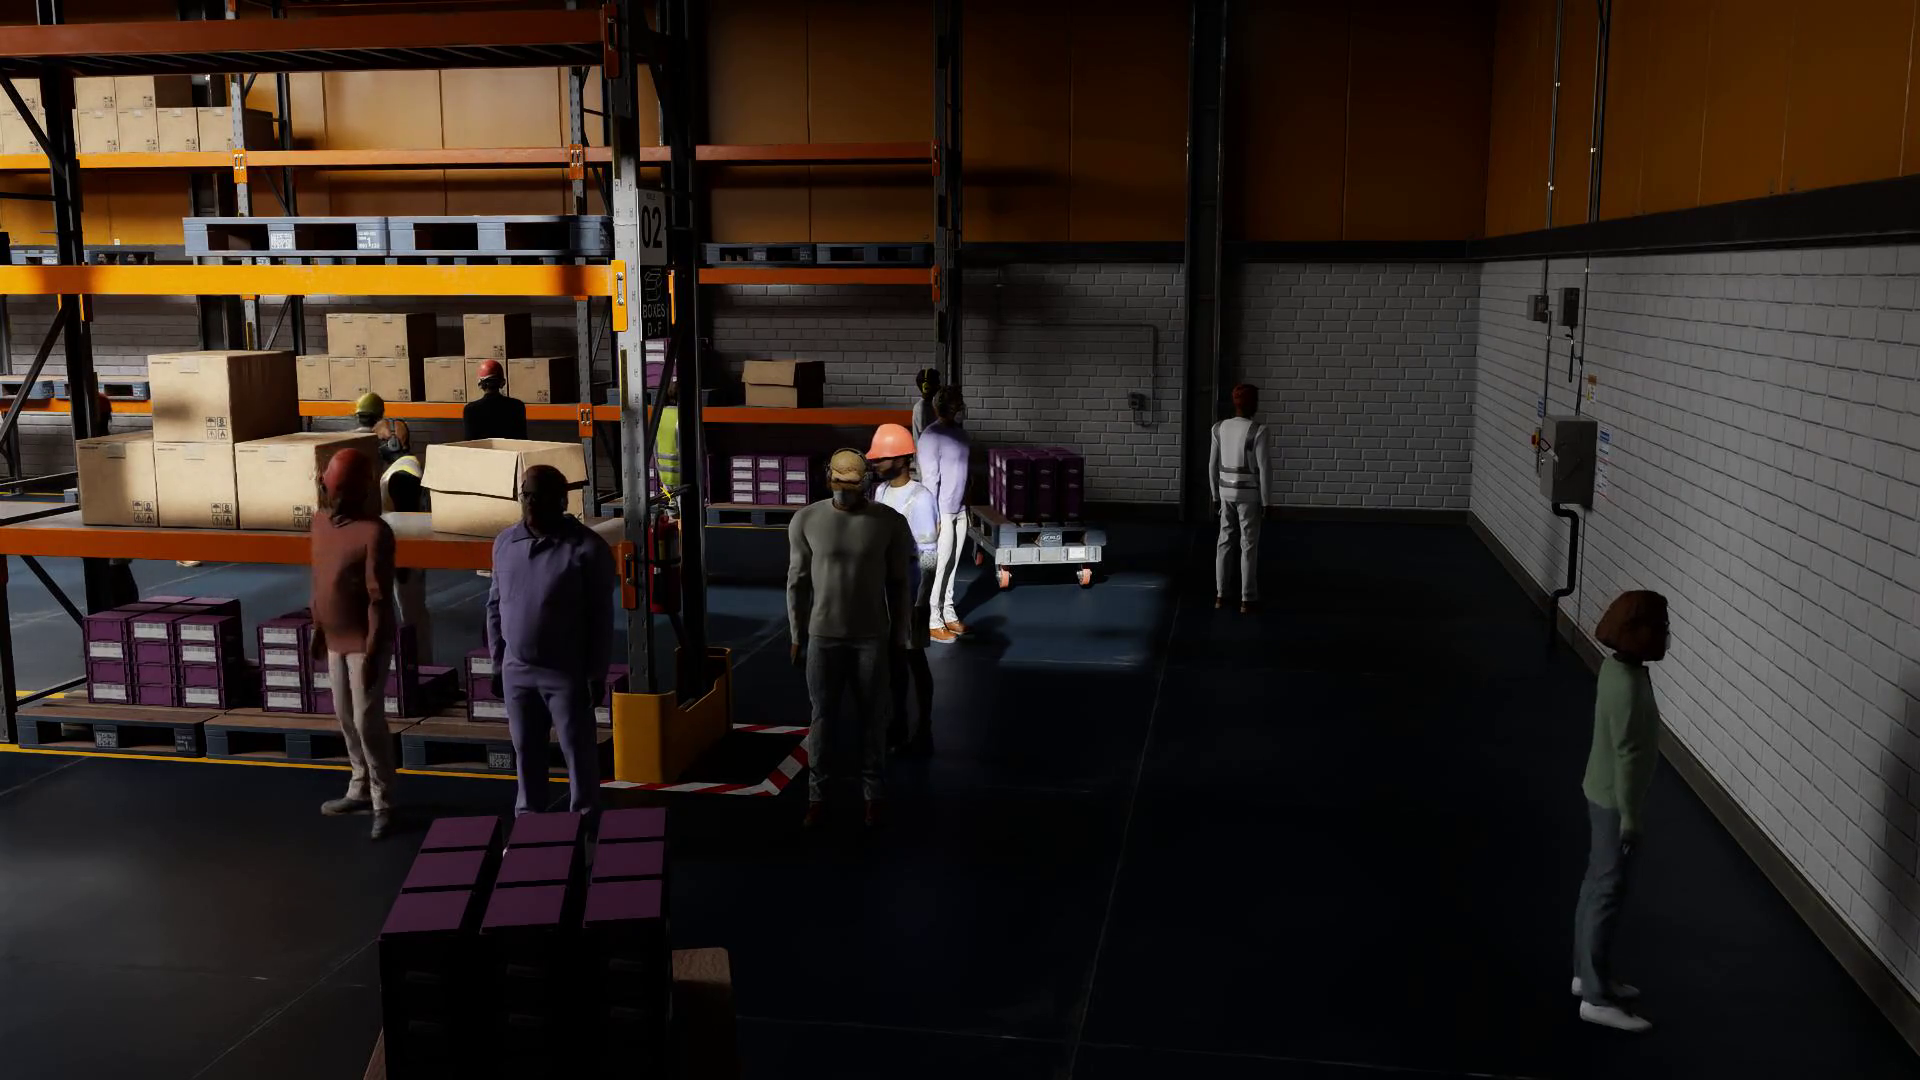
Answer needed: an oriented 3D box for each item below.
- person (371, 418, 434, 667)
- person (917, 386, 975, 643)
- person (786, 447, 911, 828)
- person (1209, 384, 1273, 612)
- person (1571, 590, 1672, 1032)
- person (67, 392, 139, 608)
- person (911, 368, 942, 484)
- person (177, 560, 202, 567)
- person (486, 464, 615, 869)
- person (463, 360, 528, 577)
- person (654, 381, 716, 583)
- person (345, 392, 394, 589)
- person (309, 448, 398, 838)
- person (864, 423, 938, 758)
[{"bbox_3d":[-3.736,0.097,11.146,0.430,1.835,0.621,-4,10,-21],"label":"person"},{"bbox_3d":[-0.096,-0.201,12.651,0.373,1.940,0.628,4,10,24],"label":"person"},{"bbox_3d":[-0.557,0.491,8.372,0.627,1.933,0.371,0,9,-2],"label":"person"},{"bbox_3d":[2.325,-0.347,13.723,0.587,1.882,0.341,9,13,44],"label":"person"},{"bbox_3d":[2.471,0.987,6.218,0.268,1.632,0.506,3,10,16],"label":"person"},{"bbox_3d":[-6.341,-0.146,12.319,0.551,1.932,0.378,9,13,43],"label":"person"},{"bbox_3d":[-0.307,-0.720,16.095,0.328,1.868,0.518,0,9,-1],"label":"person"},{"bbox_3d":[-7.319,-0.671,15.877,0.429,1.837,0.633,2,9,14],"label":"person"},{"bbox_3d":[-1.936,0.594,7.799,0.642,1.913,0.409,3,10,16],"label":"person"},{"bbox_3d":[-4.260,-0.655,15.288,0.609,1.996,0.379,-7,11,-36],"label":"person"},{"bbox_3d":[-2.478,-0.523,14.949,0.625,1.844,0.429,8,12,40],"label":"person"},{"bbox_3d":[-4.838,-0.323,13.830,0.614,1.793,0.905,0,9,2],"label":"person"},{"bbox_3d":[-3.032,0.497,8.283,0.740,1.952,0.368,8,12,40],"label":"person"},{"bbox_3d":[-0.357,0.290,9.609,0.374,1.934,0.549,-6,11,-34],"label":"person"}]
